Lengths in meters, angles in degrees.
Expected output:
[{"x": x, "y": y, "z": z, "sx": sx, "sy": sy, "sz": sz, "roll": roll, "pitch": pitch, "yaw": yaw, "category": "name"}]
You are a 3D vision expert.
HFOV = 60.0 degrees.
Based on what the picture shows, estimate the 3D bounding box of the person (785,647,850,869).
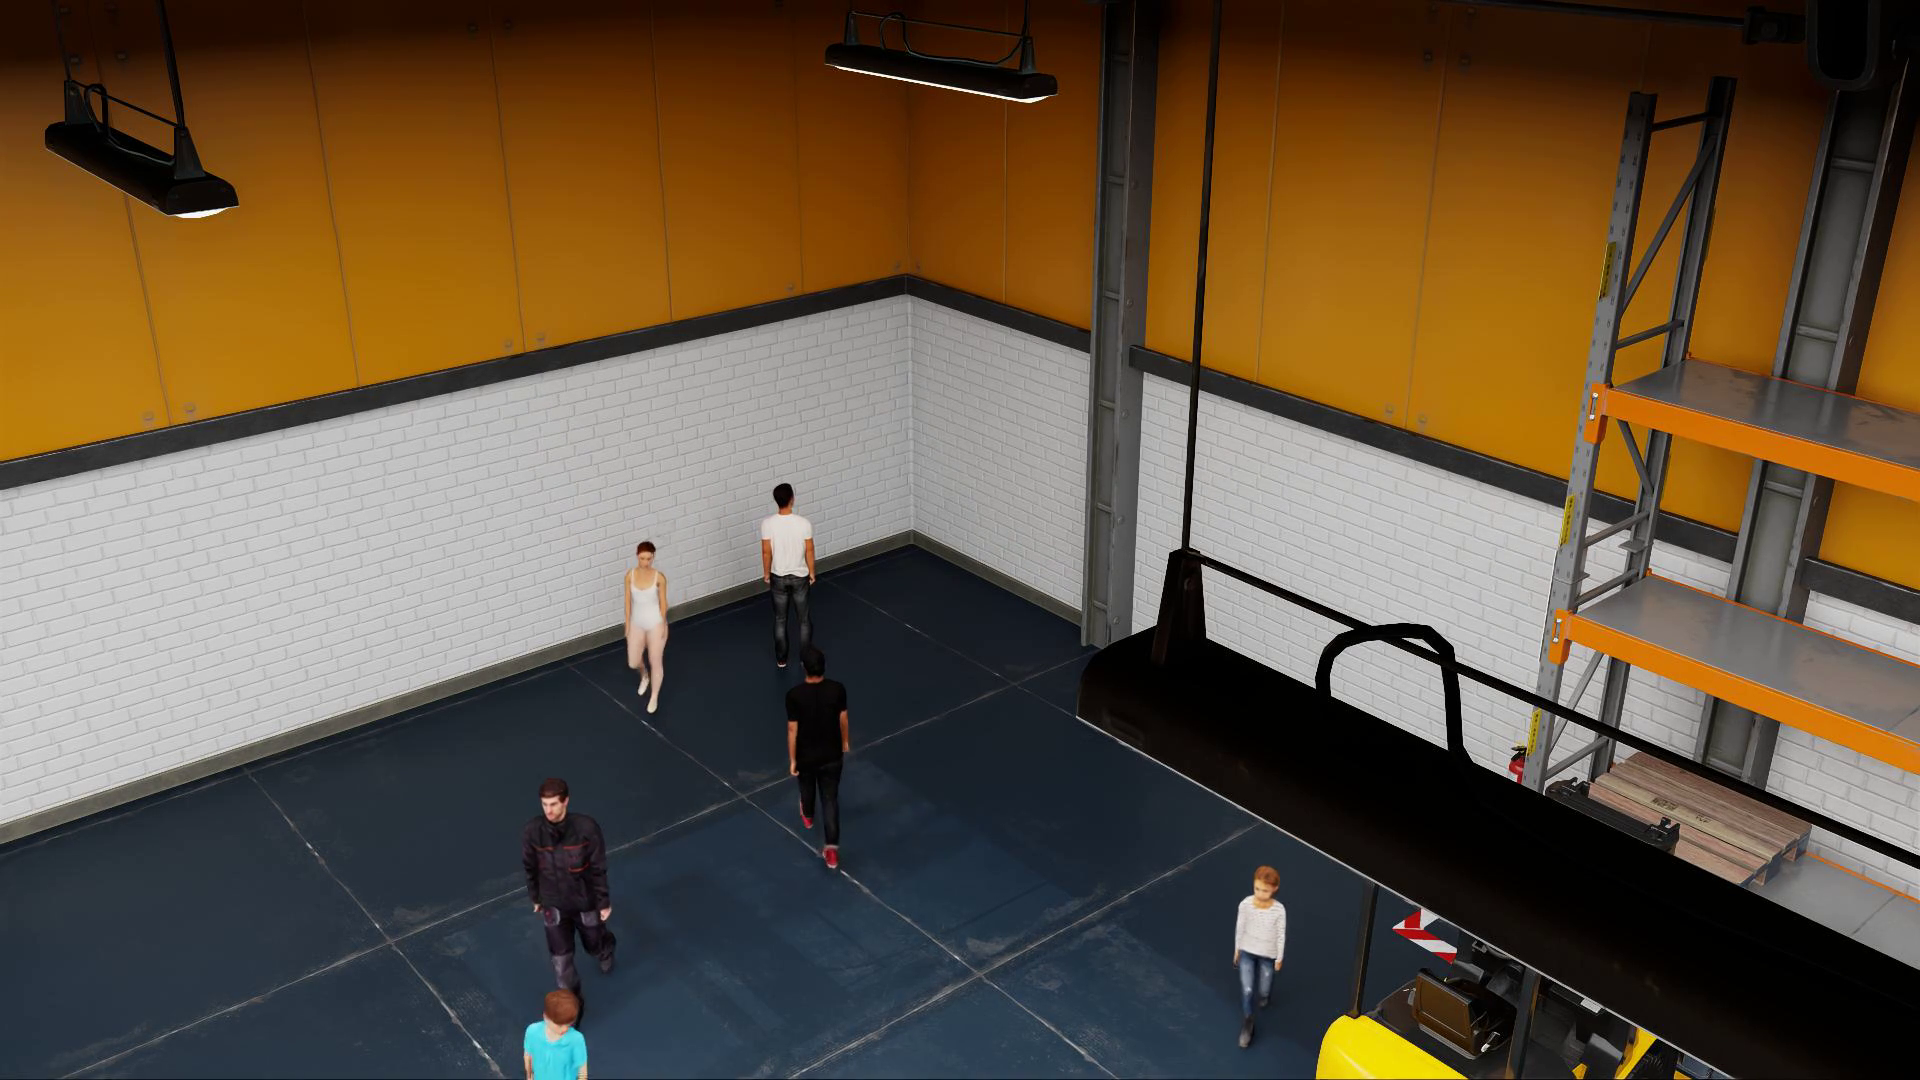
[{"x": -1.055, "y": 1.666, "z": 12.590, "sx": 0.991, "sy": 1.713, "sz": 1.255, "roll": -6, "pitch": 24, "yaw": -13, "category": "person"}]

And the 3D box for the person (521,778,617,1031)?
[{"x": -2.531, "y": 2.320, "z": 10.966, "sx": 1.080, "sy": 1.815, "sz": 1.177, "roll": 0, "pitch": 24, "yaw": -1, "category": "person"}]

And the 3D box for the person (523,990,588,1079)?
[{"x": -2.341, "y": 3.130, "z": 9.595, "sx": 0.699, "sy": 1.428, "sz": 0.822, "roll": 11, "pitch": 26, "yaw": 23, "category": "person"}]

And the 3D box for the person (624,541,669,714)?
[{"x": -2.758, "y": 0.731, "z": 14.831, "sx": 0.725, "sy": 1.631, "sz": 0.785, "roll": 2, "pitch": 24, "yaw": 5, "category": "person"}]

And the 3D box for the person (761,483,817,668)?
[{"x": -1.598, "y": 0.328, "z": 15.540, "sx": 0.714, "sy": 1.800, "sz": 0.751, "roll": 0, "pitch": 24, "yaw": -1, "category": "person"}]

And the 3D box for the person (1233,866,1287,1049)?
[{"x": 1.957, "y": 2.659, "z": 10.826, "sx": 0.742, "sy": 1.306, "sz": 0.725, "roll": 9, "pitch": 25, "yaw": 20, "category": "person"}]
